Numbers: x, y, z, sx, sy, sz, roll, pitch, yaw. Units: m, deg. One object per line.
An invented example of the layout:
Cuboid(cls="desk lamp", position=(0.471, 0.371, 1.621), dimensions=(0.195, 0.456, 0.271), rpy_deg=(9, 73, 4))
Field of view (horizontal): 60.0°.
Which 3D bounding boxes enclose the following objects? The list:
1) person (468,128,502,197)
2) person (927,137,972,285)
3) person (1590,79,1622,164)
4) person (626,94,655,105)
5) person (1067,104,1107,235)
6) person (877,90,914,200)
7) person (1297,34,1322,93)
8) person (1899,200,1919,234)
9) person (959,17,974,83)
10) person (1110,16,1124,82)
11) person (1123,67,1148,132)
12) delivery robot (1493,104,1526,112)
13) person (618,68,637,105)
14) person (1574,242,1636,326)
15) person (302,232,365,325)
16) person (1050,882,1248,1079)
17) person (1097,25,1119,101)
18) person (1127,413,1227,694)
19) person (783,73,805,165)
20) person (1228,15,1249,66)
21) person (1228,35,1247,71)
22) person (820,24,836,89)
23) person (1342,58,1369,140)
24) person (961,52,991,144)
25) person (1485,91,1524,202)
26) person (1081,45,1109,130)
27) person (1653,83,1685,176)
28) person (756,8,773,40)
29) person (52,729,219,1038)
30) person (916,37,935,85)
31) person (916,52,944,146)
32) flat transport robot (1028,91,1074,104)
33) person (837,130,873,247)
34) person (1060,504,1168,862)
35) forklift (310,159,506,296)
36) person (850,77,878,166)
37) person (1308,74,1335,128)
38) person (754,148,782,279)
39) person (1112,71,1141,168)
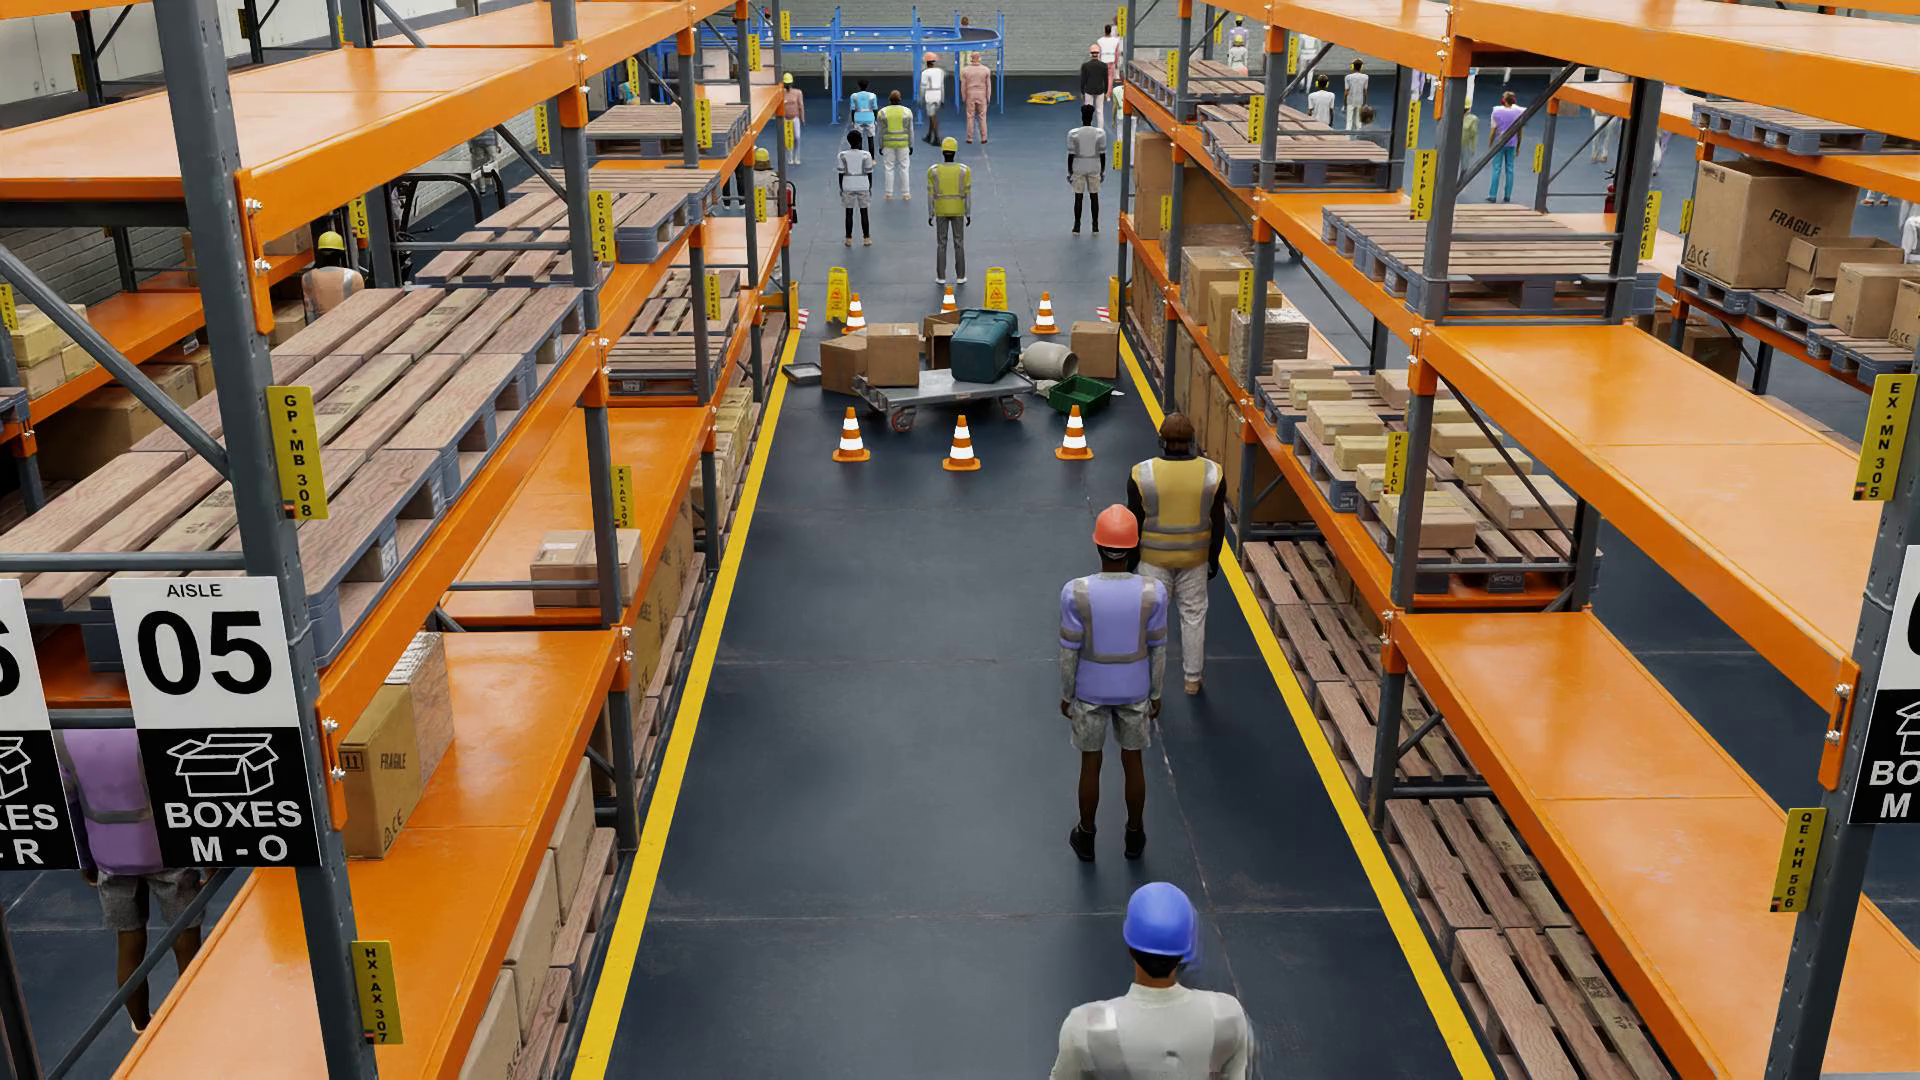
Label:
Cuboid(cls="person", position=(-8.233, -6.878, 28.825), dimensions=(0.586, 1.833, 0.403), rpy_deg=(-1, 21, -1))
Cuboid(cls="person", position=(-0.140, -4.340, 21.982), dimensions=(0.585, 1.927, 0.366), rpy_deg=(-1, 21, -1))
Cuboid(cls="person", position=(12.685, -8.335, 32.566), dimensions=(0.642, 1.909, 0.808), rpy_deg=(8, 22, 20))
Cuboid(cls="person", position=(-5.624, -7.213, 29.572), dimensions=(0.542, 1.931, 0.366), rpy_deg=(-1, 21, -1))
Cuboid(cls="person", position=(1.927, -5.640, 25.373), dimensions=(0.602, 1.960, 0.368), rpy_deg=(-1, 21, -1))
Cuboid(cls="person", position=(-1.097, -6.743, 28.455), dimensions=(0.624, 1.844, 0.429), rpy_deg=(-1, 21, -1))
Cuboid(cls="person", position=(9.527, -13.176, 45.329), dimensions=(0.654, 1.932, 0.490), rpy_deg=(5, 21, 12))
Cuboid(cls="person", position=(12.655, -4.177, 21.838), dimensions=(0.532, 1.725, 0.892), rpy_deg=(18, 27, 40))
Cuboid(cls="person", position=(0.150, -14.160, 48.063), dimensions=(0.564, 1.839, 0.390), rpy_deg=(-1, 21, -1))
Cuboid(cls="person", position=(4.501, -14.186, 48.088), dimensions=(0.624, 1.869, 0.591), rpy_deg=(-10, 23, -25))
Cuboid(cls="person", position=(3.866, -9.751, 36.337), dimensions=(0.620, 1.905, 0.985), rpy_deg=(11, 23, 26))
Cuboid(cls="delivery robot", position=(12.714, -9.906, 38.474), dimensions=(0.707, 0.478, 0.477), rpy_deg=(16, 26, 36))
Cuboid(cls="person", position=(-6.412, -8.319, 32.620), dimensions=(0.506, 1.842, 0.346), rpy_deg=(-1, 21, -1))
Cuboid(cls="person", position=(5.770, -1.735, 15.082), dimensions=(0.629, 1.940, 0.373), rpy_deg=(-1, 21, -1))
Cuboid(cls="person", position=(-5.803, -1.928, 15.617), dimensions=(0.585, 1.920, 0.373), rpy_deg=(-1, 21, -1))
Cuboid(cls="person", position=(0.566, 1.965, 5.322), dimensions=(0.617, 1.920, 0.556), rpy_deg=(-7, 22, -17))
Cuboid(cls="person", position=(3.865, -12.540, 43.690), dimensions=(0.586, 1.894, 0.795), rpy_deg=(-1, 21, -2))
Cuboid(cls="person", position=(1.327, 0.100, 10.375), dimensions=(0.624, 1.840, 0.429), rpy_deg=(-1, 21, -1))
Cuboid(cls="person", position=(-3.299, -8.181, 32.379), dimensions=(0.560, 1.738, 0.652), rpy_deg=(-2, 21, -6))
Cuboid(cls="person", position=(7.909, -13.935, 47.355), dimensions=(0.585, 1.920, 0.373), rpy_deg=(-1, 21, -1))
Cuboid(cls="person", position=(7.075, -11.996, 42.475), dimensions=(0.484, 1.744, 0.295), rpy_deg=(-1, 21, -1))
Cuboid(cls="person", position=(-3.648, -13.502, 46.456), dimensions=(0.484, 1.744, 0.295), rpy_deg=(-1, 21, -1))
Cuboid(cls="person", position=(8.134, -8.964, 34.287), dimensions=(0.508, 1.872, 0.329), rpy_deg=(-1, 21, -1))
Cuboid(cls="person", position=(0.342, -9.423, 35.455), dimensions=(0.640, 1.904, 0.409), rpy_deg=(-1, 21, -1))
Cuboid(cls="person", position=(9.262, -6.681, 28.294), dimensions=(0.564, 1.839, 0.390), rpy_deg=(-1, 21, -1))
Cuboid(cls="person", position=(2.917, -9.719, 36.116), dimensions=(0.608, 1.989, 0.387), rpy_deg=(-1, 21, -1))
Cuboid(cls="person", position=(13.101, -7.733, 31.023), dimensions=(0.689, 1.874, 0.494), rpy_deg=(8, 22, 19))
Cuboid(cls="person", position=(-5.644, -14.536, 48.773), dimensions=(0.606, 2.044, 0.374), rpy_deg=(-1, 21, -1))
Cuboid(cls="person", position=(-3.409, 1.287, 6.961), dimensions=(0.606, 2.037, 0.382), rpy_deg=(-1, 21, -1))
Cuboid(cls="person", position=(-0.956, -13.692, 47.155), dimensions=(0.801, 1.601, 0.511), rpy_deg=(16, 26, 36))
Cuboid(cls="person", position=(-0.669, -9.338, 35.220), dimensions=(0.569, 1.899, 0.881), rpy_deg=(-16, 26, -37))
Cuboid(cls="flat transport robot", position=(2.368, -11.532, 43.296), dimensions=(0.652, 0.197, 1.431), rpy_deg=(11, 23, 26))
Cuboid(cls="person", position=(-1.537, -5.179, 24.523), dimensions=(0.532, 1.696, 0.319), rpy_deg=(-1, 21, -1))
Cuboid(cls="person", position=(0.774, 0.747, 8.524), dimensions=(0.542, 1.938, 0.357), rpy_deg=(-1, 21, -1))
Cuboid(cls="forklift", position=(-5.622, -2.910, 17.832), dimensions=(2.313, 2.155, 1.214), rpy_deg=(-1, 21, -1))
Cuboid(cls="person", position=(-1.857, -8.115, 32.283), dimensions=(0.532, 1.696, 0.319), rpy_deg=(-1, 21, -1))
Cuboid(cls="person", position=(6.677, -7.681, 30.894), dimensions=(0.508, 1.872, 0.329), rpy_deg=(-1, 21, -1))
Cuboid(cls="person", position=(-2.628, -4.367, 22.318), dimensions=(0.484, 1.738, 0.305), rpy_deg=(-1, 21, -1))
Cuboid(cls="person", position=(3.203, -8.080, 31.992), dimensions=(0.564, 1.839, 0.390), rpy_deg=(-1, 21, -1))
